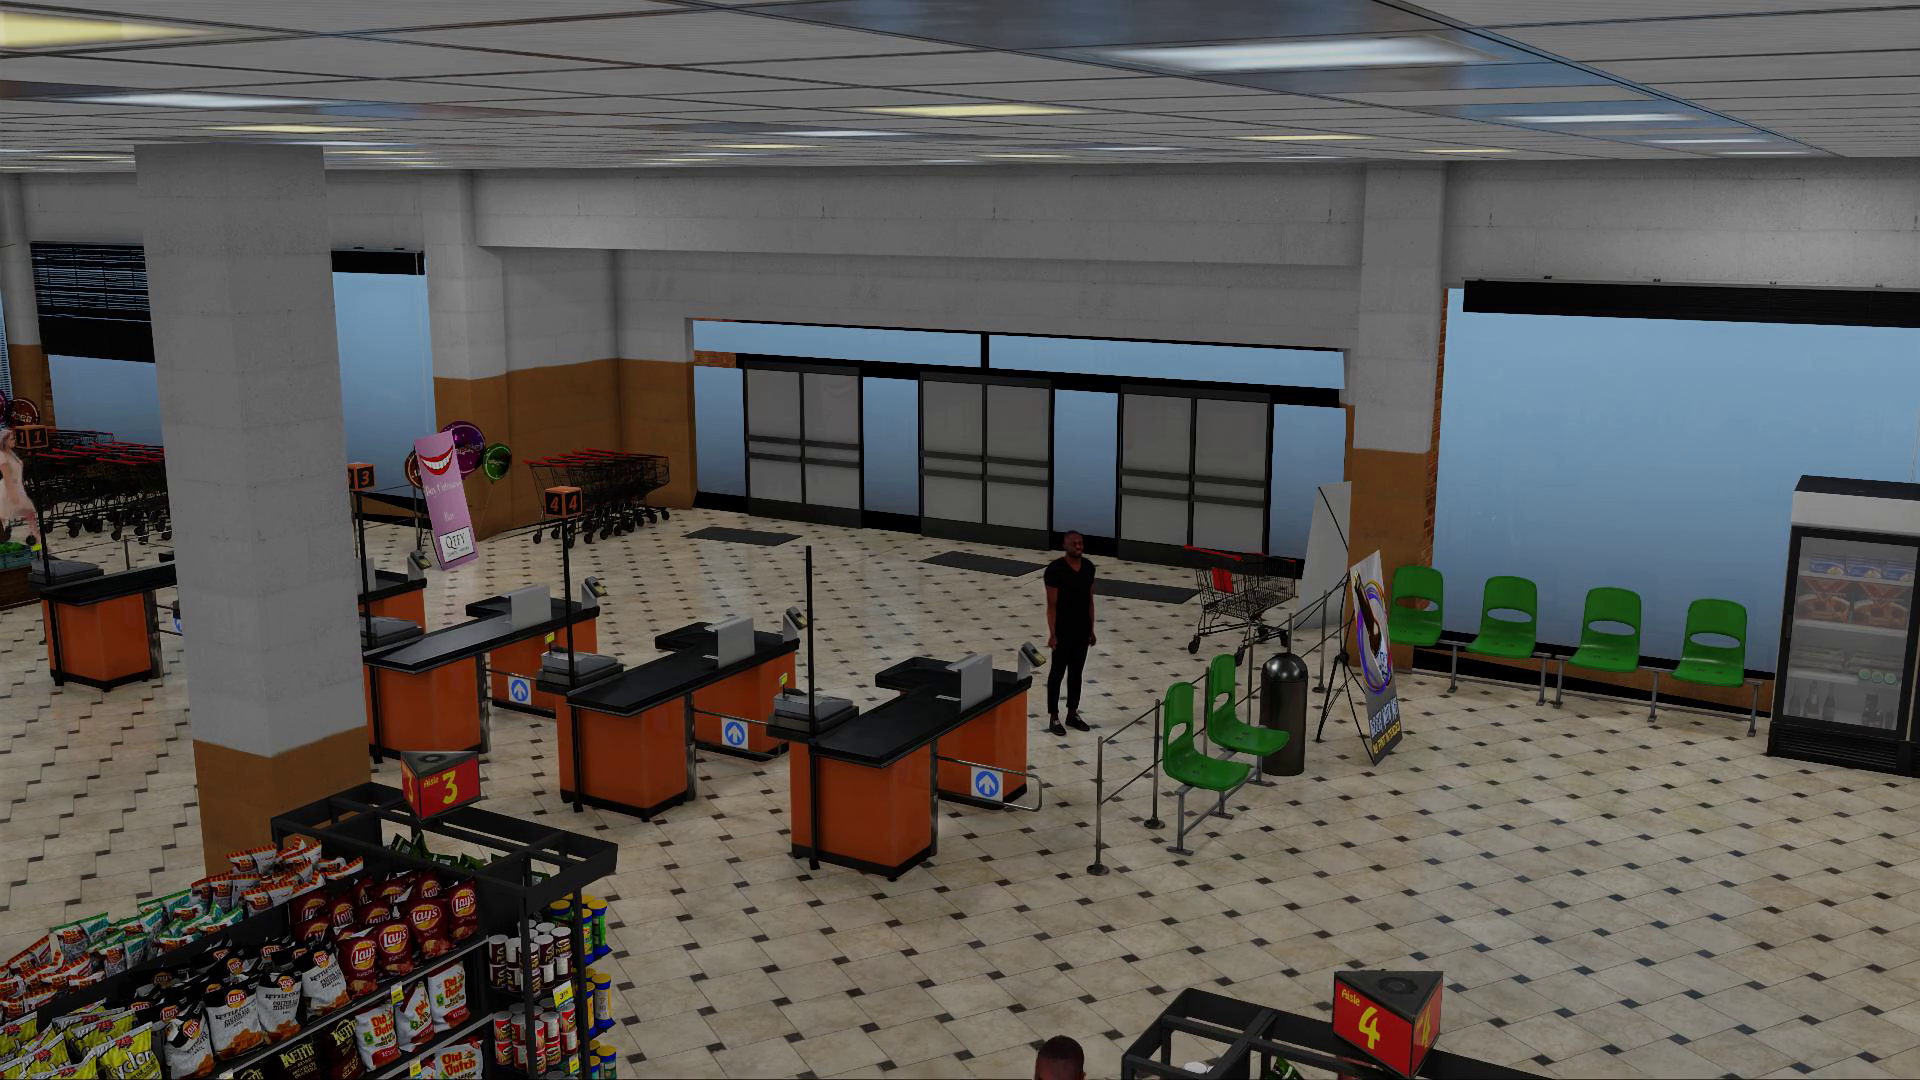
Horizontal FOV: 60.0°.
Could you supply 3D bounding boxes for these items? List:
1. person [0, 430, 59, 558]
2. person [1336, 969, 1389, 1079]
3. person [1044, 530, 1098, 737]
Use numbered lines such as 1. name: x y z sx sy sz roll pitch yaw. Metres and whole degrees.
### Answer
1. person: -12.311 -0.533 21.394 1.183 1.684 1.153 -3 12 -12
2. person: 1.527 2.541 6.765 1.182 1.697 0.974 -8 14 -34
3. person: 0.969 0.800 14.736 0.698 1.819 0.813 -6 13 -27
